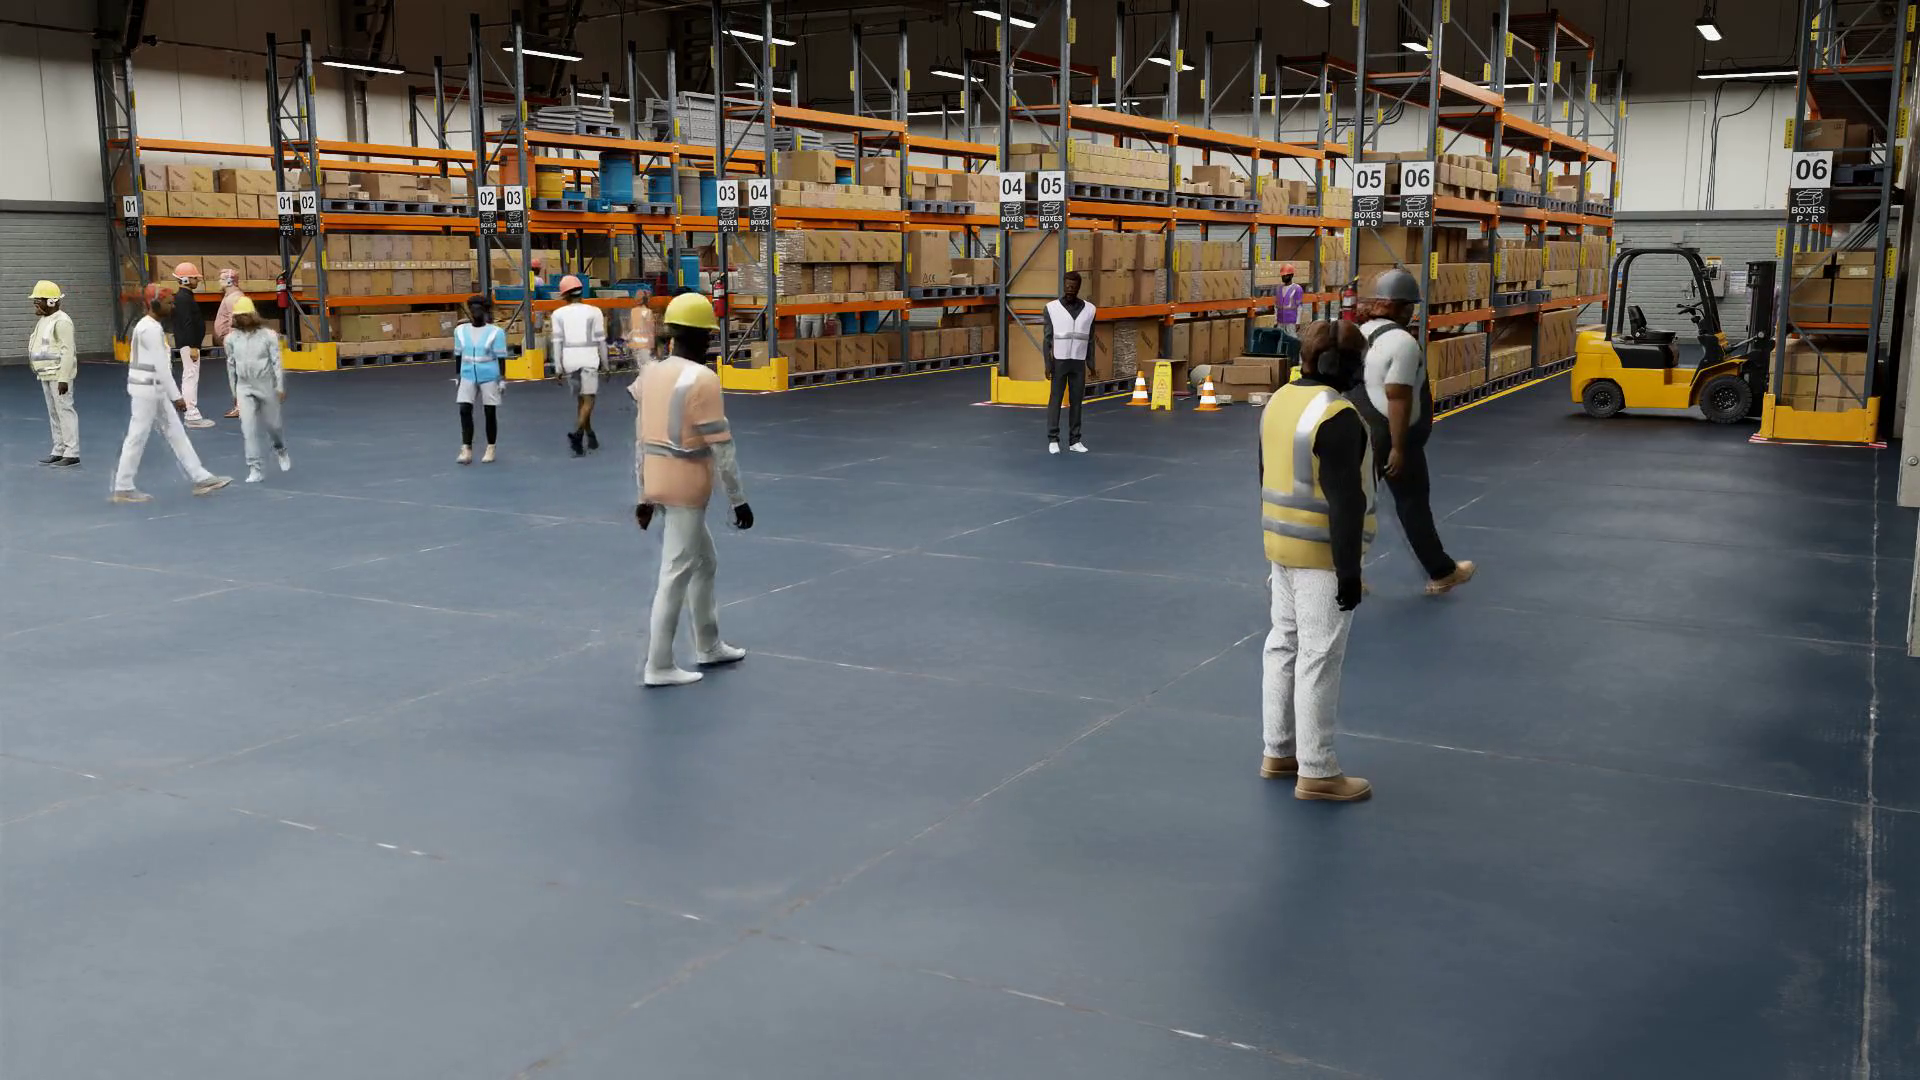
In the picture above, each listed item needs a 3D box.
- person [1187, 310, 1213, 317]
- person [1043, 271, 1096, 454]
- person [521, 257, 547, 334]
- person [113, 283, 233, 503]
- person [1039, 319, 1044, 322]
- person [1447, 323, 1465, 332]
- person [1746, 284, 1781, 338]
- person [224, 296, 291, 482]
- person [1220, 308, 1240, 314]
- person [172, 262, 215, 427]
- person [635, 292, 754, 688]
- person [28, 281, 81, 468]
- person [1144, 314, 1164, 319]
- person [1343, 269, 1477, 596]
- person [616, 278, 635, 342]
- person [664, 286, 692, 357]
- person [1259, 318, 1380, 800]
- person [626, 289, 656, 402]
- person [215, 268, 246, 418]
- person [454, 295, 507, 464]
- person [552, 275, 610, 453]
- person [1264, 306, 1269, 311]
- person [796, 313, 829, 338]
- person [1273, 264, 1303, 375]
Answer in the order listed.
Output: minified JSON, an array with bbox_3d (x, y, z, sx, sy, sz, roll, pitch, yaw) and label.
[{"bbox_3d":[5.376,-5.290,37.340,0.621,1.996,0.376,1,10,6],"label":"person"},{"bbox_3d":[1.154,-1.874,17.582,0.588,1.915,0.398,-3,10,-17],"label":"person"},{"bbox_3d":[-8.355,-4.538,32.805,0.614,2.041,0.386,8,12,38],"label":"person"},{"bbox_3d":[-6.730,-1.235,14.042,1.000,1.837,0.601,-4,10,-21],"label":"person"},{"bbox_3d":[1.559,-3.439,26.922,0.661,1.862,0.985,5,11,28],"label":"person"},{"bbox_3d":[10.785,-4.993,35.878,0.705,1.908,0.511,8,13,39],"label":"person"},{"bbox_3d":[13.939,-3.798,28.840,0.581,1.918,0.389,5,11,26],"label":"person"},{"bbox_3d":[-6.560,-1.420,15.536,0.517,1.712,0.761,-2,10,-11],"label":"person"},{"bbox_3d":[5.706,-4.891,34.992,0.631,1.990,1.018,7,12,37],"label":"person"},{"bbox_3d":[-9.347,-2.364,20.216,0.376,1.995,0.612,-5,11,-28],"label":"person"},{"bbox_3d":[-1.252,-0.242,8.103,0.806,1.893,0.594,-7,12,-37],"label":"person"},{"bbox_3d":[-8.907,-1.623,16.352,0.586,1.833,0.403,9,13,43],"label":"person"},{"bbox_3d":[3.842,-4.306,32.178,0.519,1.795,0.958,9,13,43],"label":"person"},{"bbox_3d":[2.663,-0.658,10.090,0.989,2.000,0.707,-3,10,-19],"label":"person"},{"bbox_3d":[-7.010,-4.685,34.877,0.522,1.620,0.411,4,11,23],"label":"person"},{"bbox_3d":[-3.526,-2.395,21.280,0.531,1.692,0.320,4,11,24],"label":"person"},{"bbox_3d":[1.387,0.070,6.421,0.429,1.840,0.630,-3,10,-15],"label":"person"},{"bbox_3d":[-4.446,-2.685,23.188,0.491,1.623,0.518,-9,13,-42],"label":"person"},{"bbox_3d":[-9.392,-2.539,21.485,0.411,1.913,0.643,-3,10,-19],"label":"person"},{"bbox_3d":[-4.795,-1.586,16.535,0.554,1.680,0.611,0,10,1],"label":"person"},{"bbox_3d":[-4.038,-1.864,17.624,0.560,1.881,0.918,0,10,3],"label":"person"},{"bbox_3d":[6.918,-5.072,36.439,0.554,1.875,1.012,5,11,26],"label":"person"},{"bbox_3d":[-2.620,-3.917,29.513,0.624,1.933,0.369,1,10,3],"label":"person"},{"bbox_3d":[5.641,-3.793,28.747,0.375,1.935,0.551,-9,13,-41],"label":"person"}]
